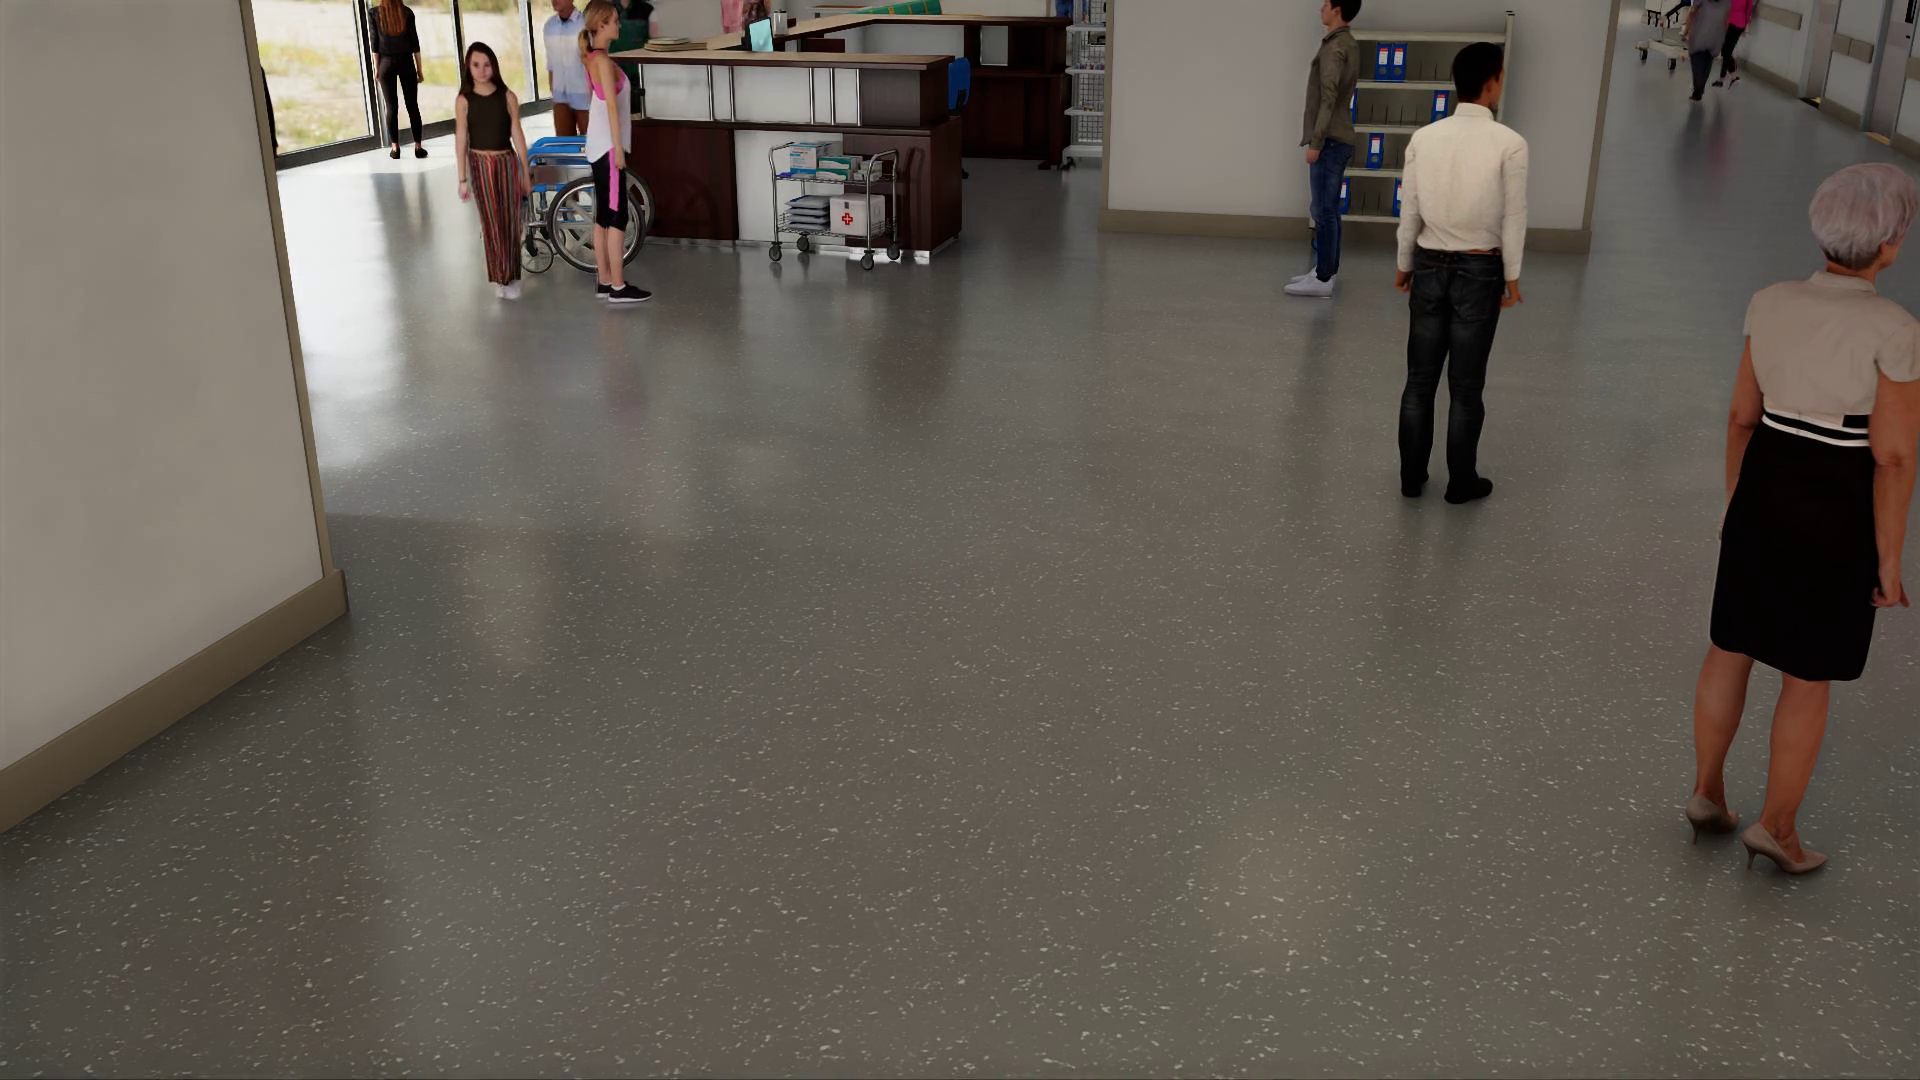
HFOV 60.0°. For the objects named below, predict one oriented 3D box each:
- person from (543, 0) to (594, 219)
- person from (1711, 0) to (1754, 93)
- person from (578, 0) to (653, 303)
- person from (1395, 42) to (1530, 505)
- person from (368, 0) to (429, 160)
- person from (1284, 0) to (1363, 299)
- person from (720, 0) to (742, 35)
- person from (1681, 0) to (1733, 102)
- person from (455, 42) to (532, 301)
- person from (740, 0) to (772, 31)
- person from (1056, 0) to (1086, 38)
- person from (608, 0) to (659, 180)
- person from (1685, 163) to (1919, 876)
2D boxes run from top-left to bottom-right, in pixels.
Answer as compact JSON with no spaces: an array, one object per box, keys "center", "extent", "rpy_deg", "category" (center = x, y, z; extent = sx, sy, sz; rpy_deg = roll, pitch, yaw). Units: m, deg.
[{"center":[-2.935,-3.435,12.952],"extent":[0.933,1.805,0.767],"rpy_deg":[7,22,18],"category":"person"},{"center":[10.146,-6.706,21.782],"extent":[1.108,1.666,0.882],"rpy_deg":[-2,21,-4],"category":"person"},{"center":[-2.167,-2.356,10.128],"extent":[0.736,1.787,0.690],"rpy_deg":[-10,23,-24],"category":"person"},{"center":[1.977,-1.046,6.636],"extent":[0.630,1.809,0.791],"rpy_deg":[15,25,34],"category":"person"},{"center":[-5.456,-4.581,16.108],"extent":[0.638,1.712,0.746],"rpy_deg":[-6,22,-16],"category":"person"},{"center":[2.292,-2.452,10.271],"extent":[0.605,1.866,0.715],"rpy_deg":[7,22,19],"category":"person"},{"center":[-3.270,-7.542,23.799],"extent":[0.737,1.802,0.673],"rpy_deg":[-12,24,-29],"category":"person"},{"center":[9.392,-6.313,20.867],"extent":[0.854,1.579,0.818],"rpy_deg":[-1,21,-2],"category":"person"},{"center":[-2.852,-2.259,10.207],"extent":[0.692,1.550,0.749],"rpy_deg":[-3,21,-9],"category":"person"},{"center":[-2.747,-6.837,22.022],"extent":[1.059,1.742,0.801],"rpy_deg":[9,23,23],"category":"person"},{"center":[1.635,-7.881,24.822],"extent":[0.464,1.710,0.676],"rpy_deg":[7,22,18],"category":"person"},{"center":[-2.872,-4.094,14.646],"extent":[0.640,1.836,0.756],"rpy_deg":[3,21,7],"category":"person"},{"center":[2.020,-0.017,3.997],"extent":[0.756,1.756,0.706],"rpy_deg":[-11,23,-26],"category":"person"}]
